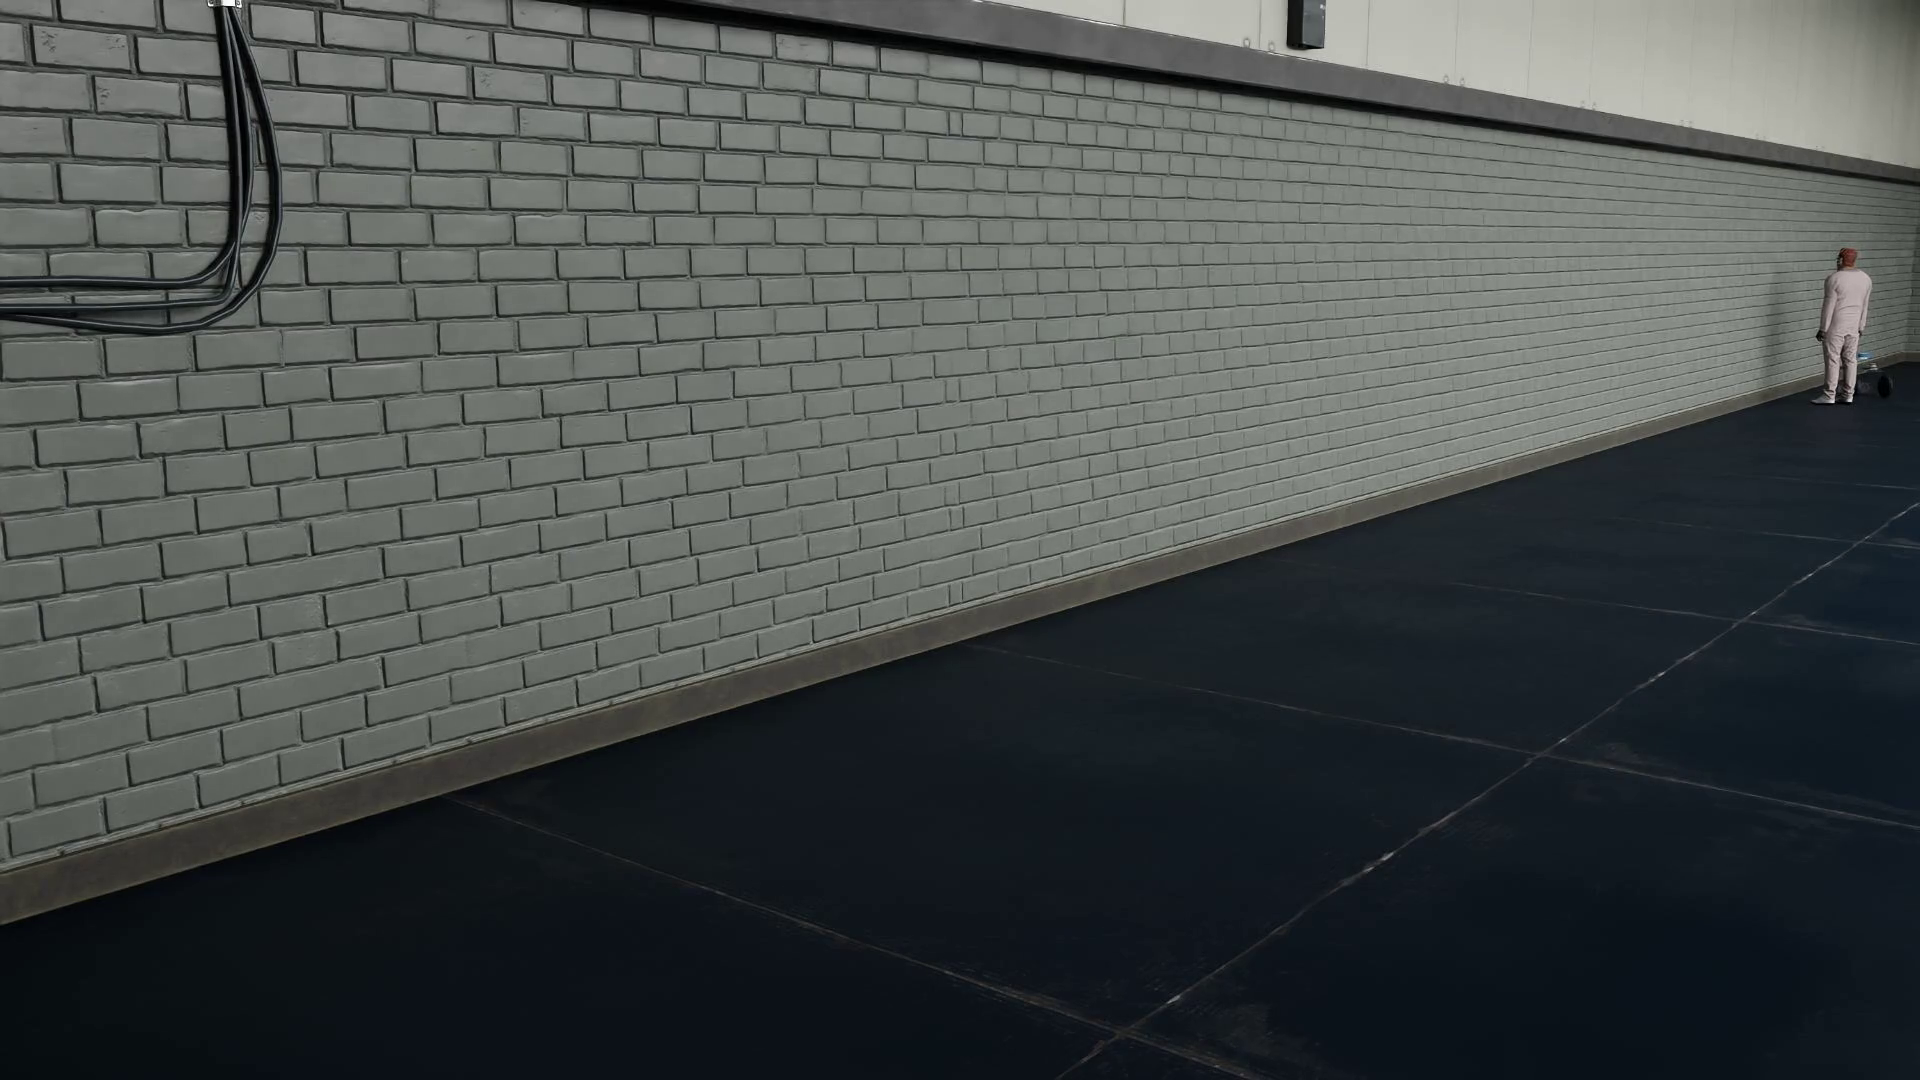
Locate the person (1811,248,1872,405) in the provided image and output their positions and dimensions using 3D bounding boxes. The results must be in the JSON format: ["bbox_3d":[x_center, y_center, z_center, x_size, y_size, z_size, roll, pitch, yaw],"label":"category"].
[{"bbox_3d":[10.744,-2.604,20.310,0.653,1.906,0.408,-3,11,-16],"label":"person"}]

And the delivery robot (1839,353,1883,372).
[{"bbox_3d":[11.712,-2.317,21.610,0.335,0.223,0.698,0,10,-2],"label":"delivery robot"}]
